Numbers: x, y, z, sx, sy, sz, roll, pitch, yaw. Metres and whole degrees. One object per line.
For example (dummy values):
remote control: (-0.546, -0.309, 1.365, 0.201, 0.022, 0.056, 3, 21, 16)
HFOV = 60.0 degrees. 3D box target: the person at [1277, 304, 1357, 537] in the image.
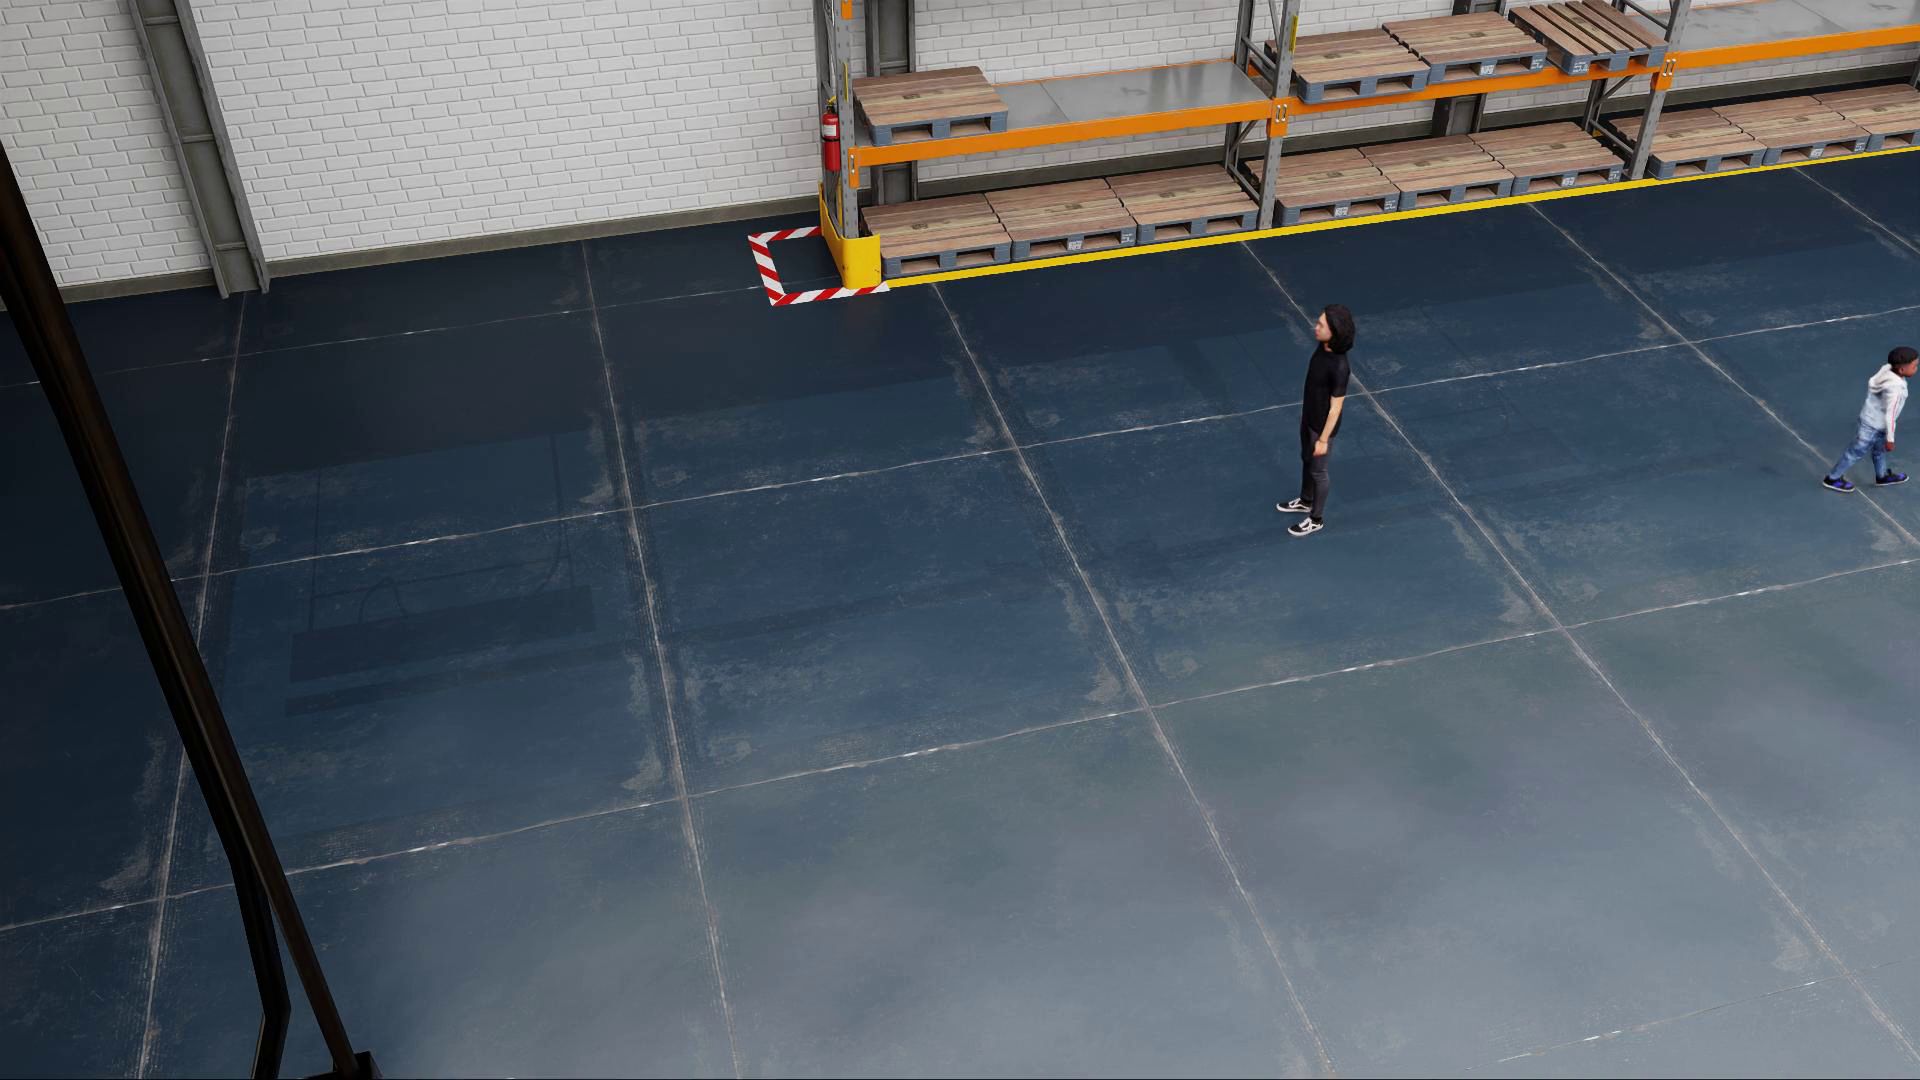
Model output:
person: (2.552, -0.866, 11.727, 0.582, 1.836, 0.662, -4, 39, -5)

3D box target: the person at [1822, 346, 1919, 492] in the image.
person: (6.668, -0.880, 12.227, 0.873, 1.234, 0.745, 10, 40, 13)
